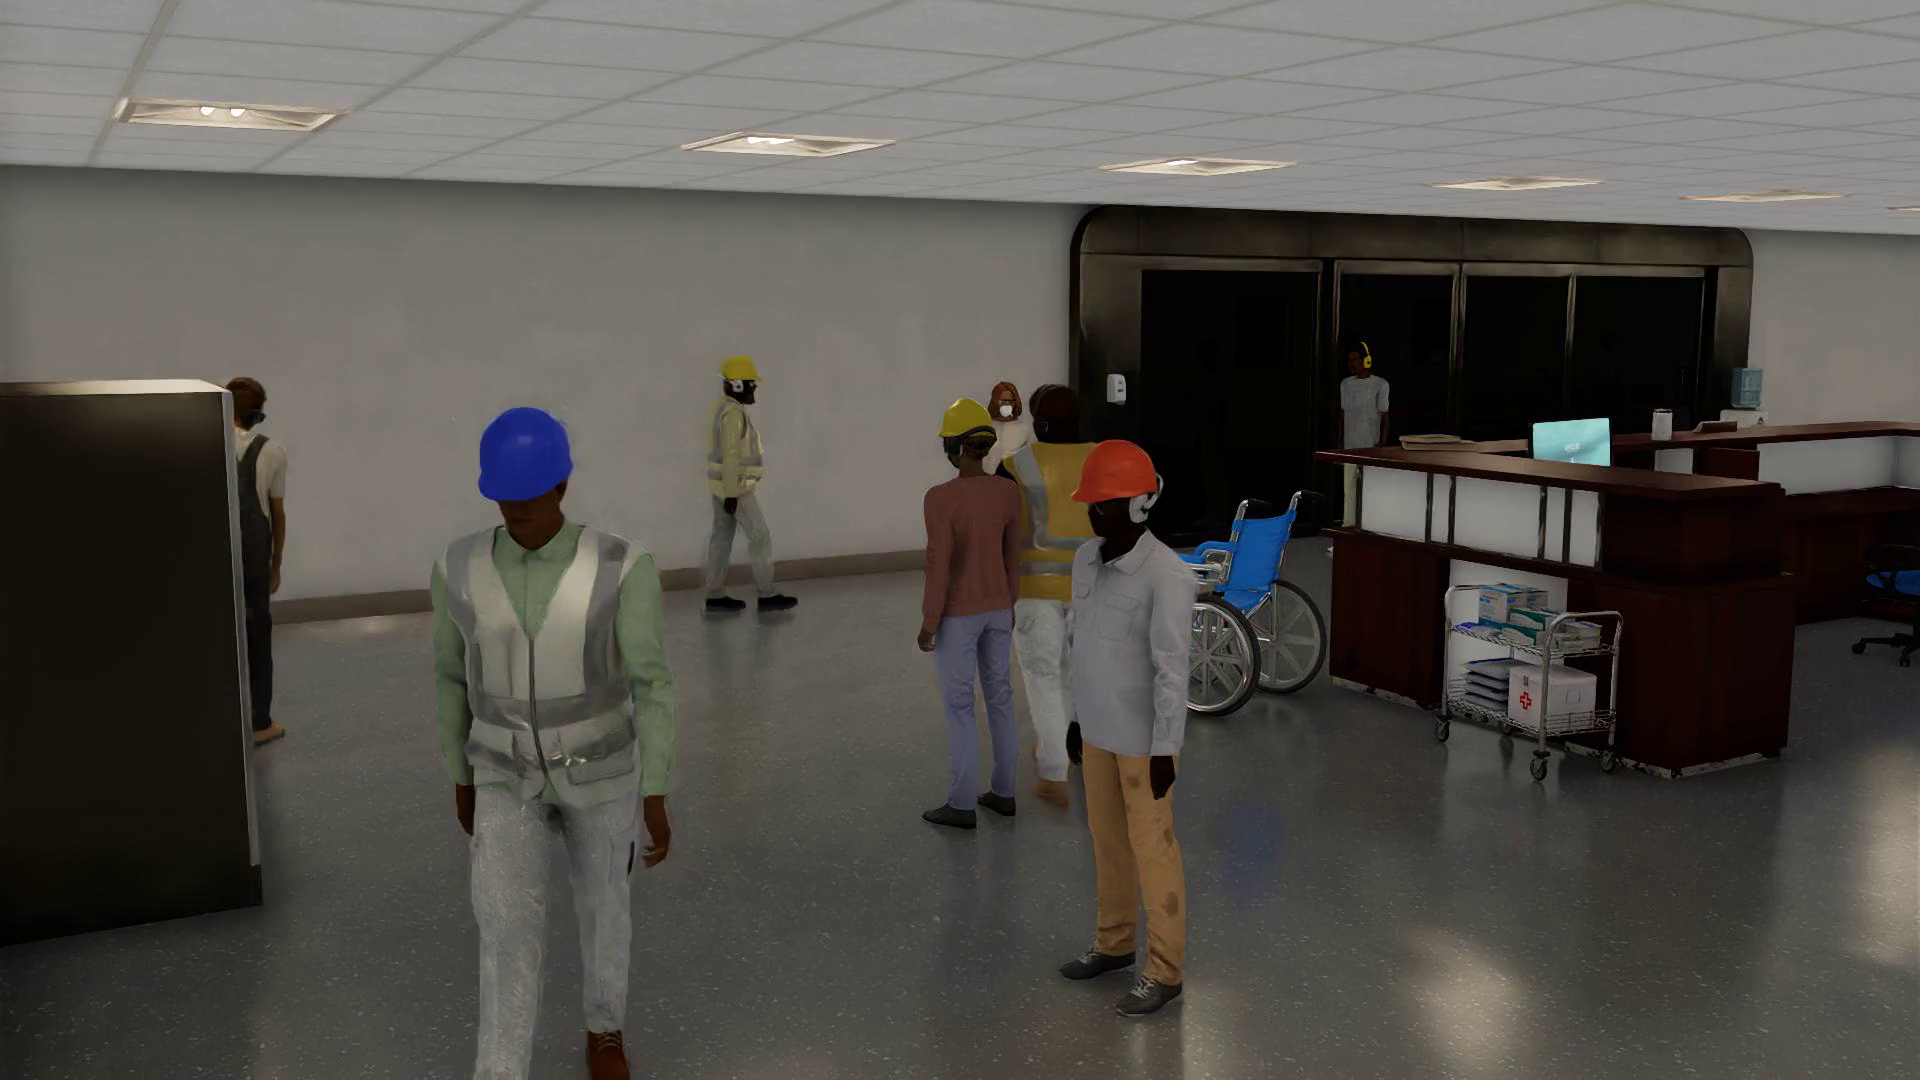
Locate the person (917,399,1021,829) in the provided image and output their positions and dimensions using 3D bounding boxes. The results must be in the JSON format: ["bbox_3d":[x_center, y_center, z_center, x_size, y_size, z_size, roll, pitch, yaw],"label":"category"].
[{"bbox_3d":[0.033,0.302,6.886,0.534,1.767,0.320,-7,11,-43],"label":"person"}]

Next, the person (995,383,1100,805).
[{"bbox_3d":[0.394,0.219,7.359,0.631,1.837,0.619,-3,9,-23],"label":"person"}]

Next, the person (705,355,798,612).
[{"bbox_3d":[-1.461,-0.386,11.697,0.759,1.804,0.627,-2,8,-16],"label":"person"}]

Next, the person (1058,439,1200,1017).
[{"bbox_3d":[0.483,0.562,5.087,0.356,1.744,0.565,-4,9,-29],"label":"person"}]

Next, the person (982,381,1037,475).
[{"bbox_3d":[0.308,-0.317,11.871,0.506,1.626,0.290,0,8,1],"label":"person"}]

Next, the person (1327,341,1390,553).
[{"bbox_3d":[3.477,-0.788,14.428,0.329,1.863,0.513,-7,10,-41],"label":"person"}]

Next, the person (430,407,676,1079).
[{"bbox_3d":[-1.022,0.612,4.180,0.634,1.878,1.000,0,8,-2],"label":"person"}]
